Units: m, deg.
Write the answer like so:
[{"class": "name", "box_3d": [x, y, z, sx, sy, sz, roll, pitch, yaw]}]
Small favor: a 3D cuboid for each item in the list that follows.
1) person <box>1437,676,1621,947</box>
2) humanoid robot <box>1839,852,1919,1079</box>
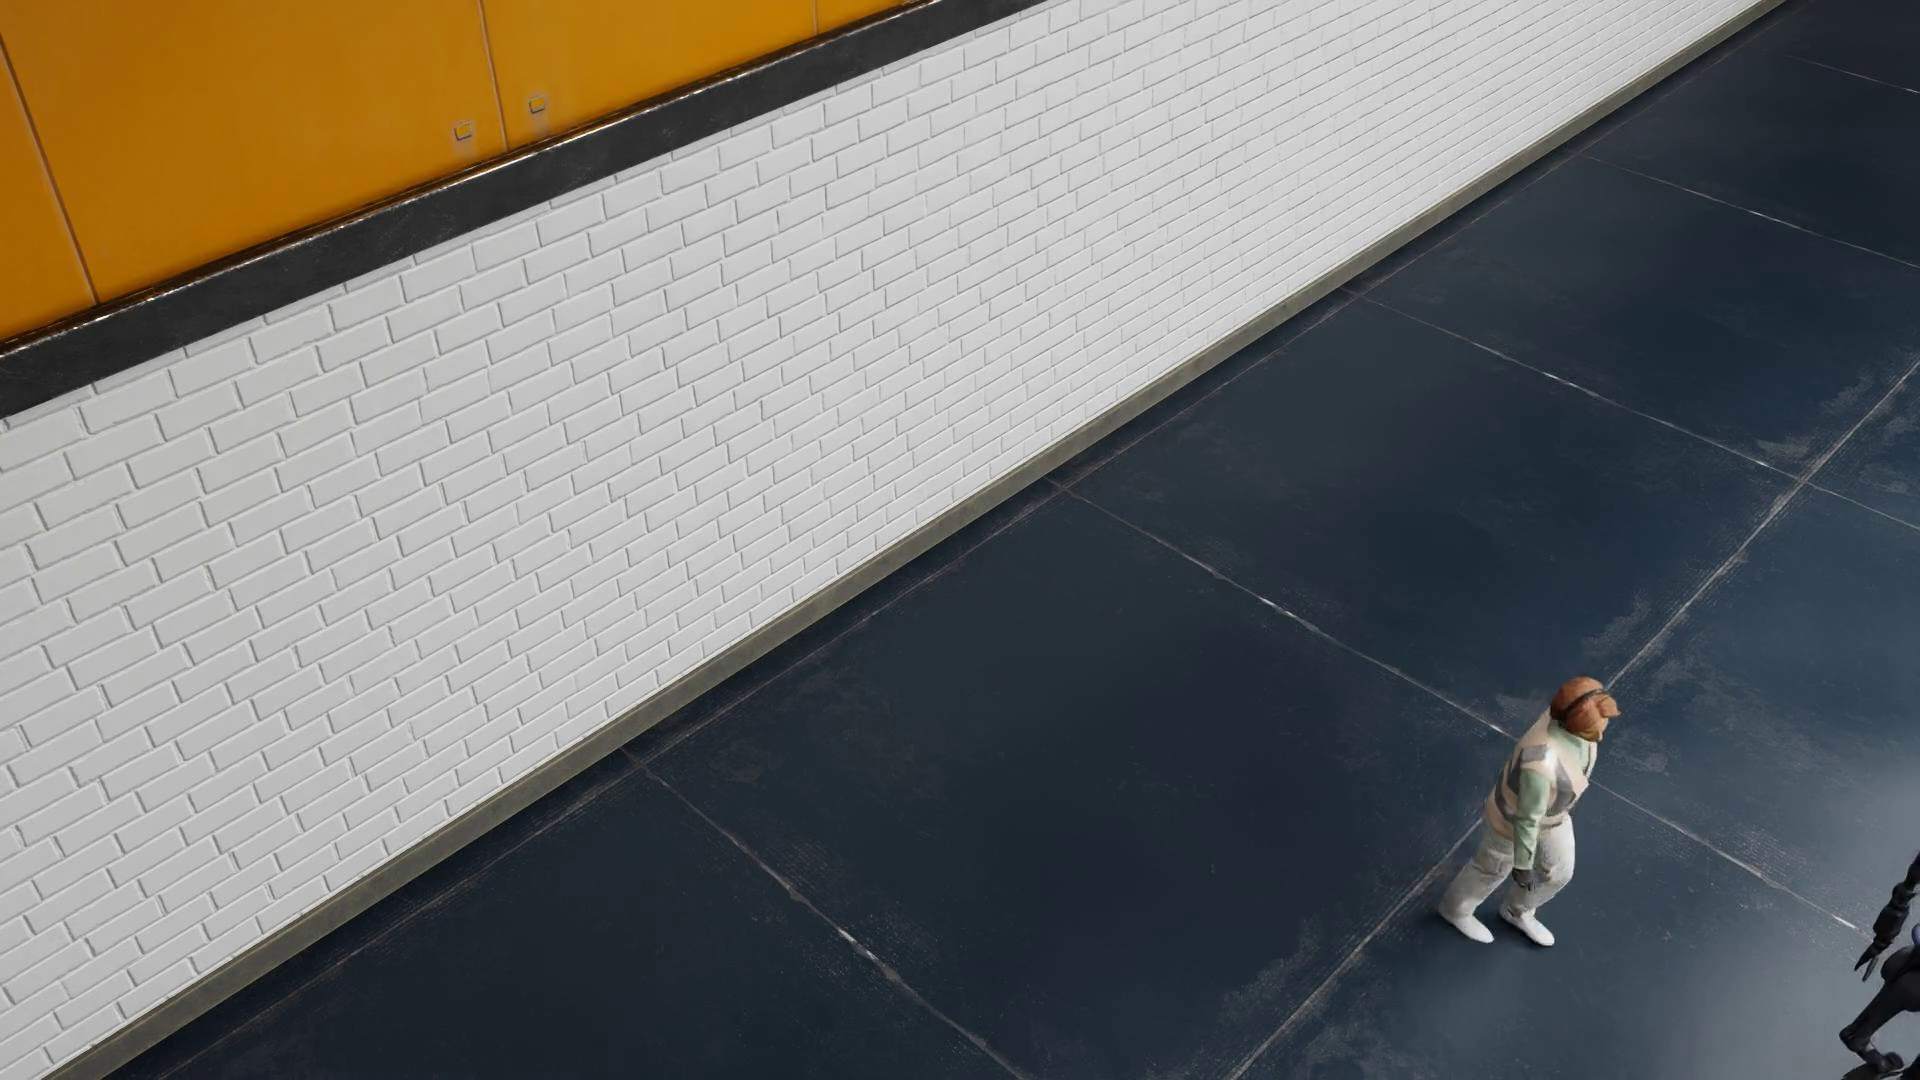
[{"class": "person", "box_3d": [2.218, 1.090, 6.480, 0.559, 1.602, 0.521, 29, 47, 32]}, {"class": "humanoid robot", "box_3d": [3.445, 1.577, 5.821, 0.339, 1.647, 0.608, -14, 41, -17]}]
